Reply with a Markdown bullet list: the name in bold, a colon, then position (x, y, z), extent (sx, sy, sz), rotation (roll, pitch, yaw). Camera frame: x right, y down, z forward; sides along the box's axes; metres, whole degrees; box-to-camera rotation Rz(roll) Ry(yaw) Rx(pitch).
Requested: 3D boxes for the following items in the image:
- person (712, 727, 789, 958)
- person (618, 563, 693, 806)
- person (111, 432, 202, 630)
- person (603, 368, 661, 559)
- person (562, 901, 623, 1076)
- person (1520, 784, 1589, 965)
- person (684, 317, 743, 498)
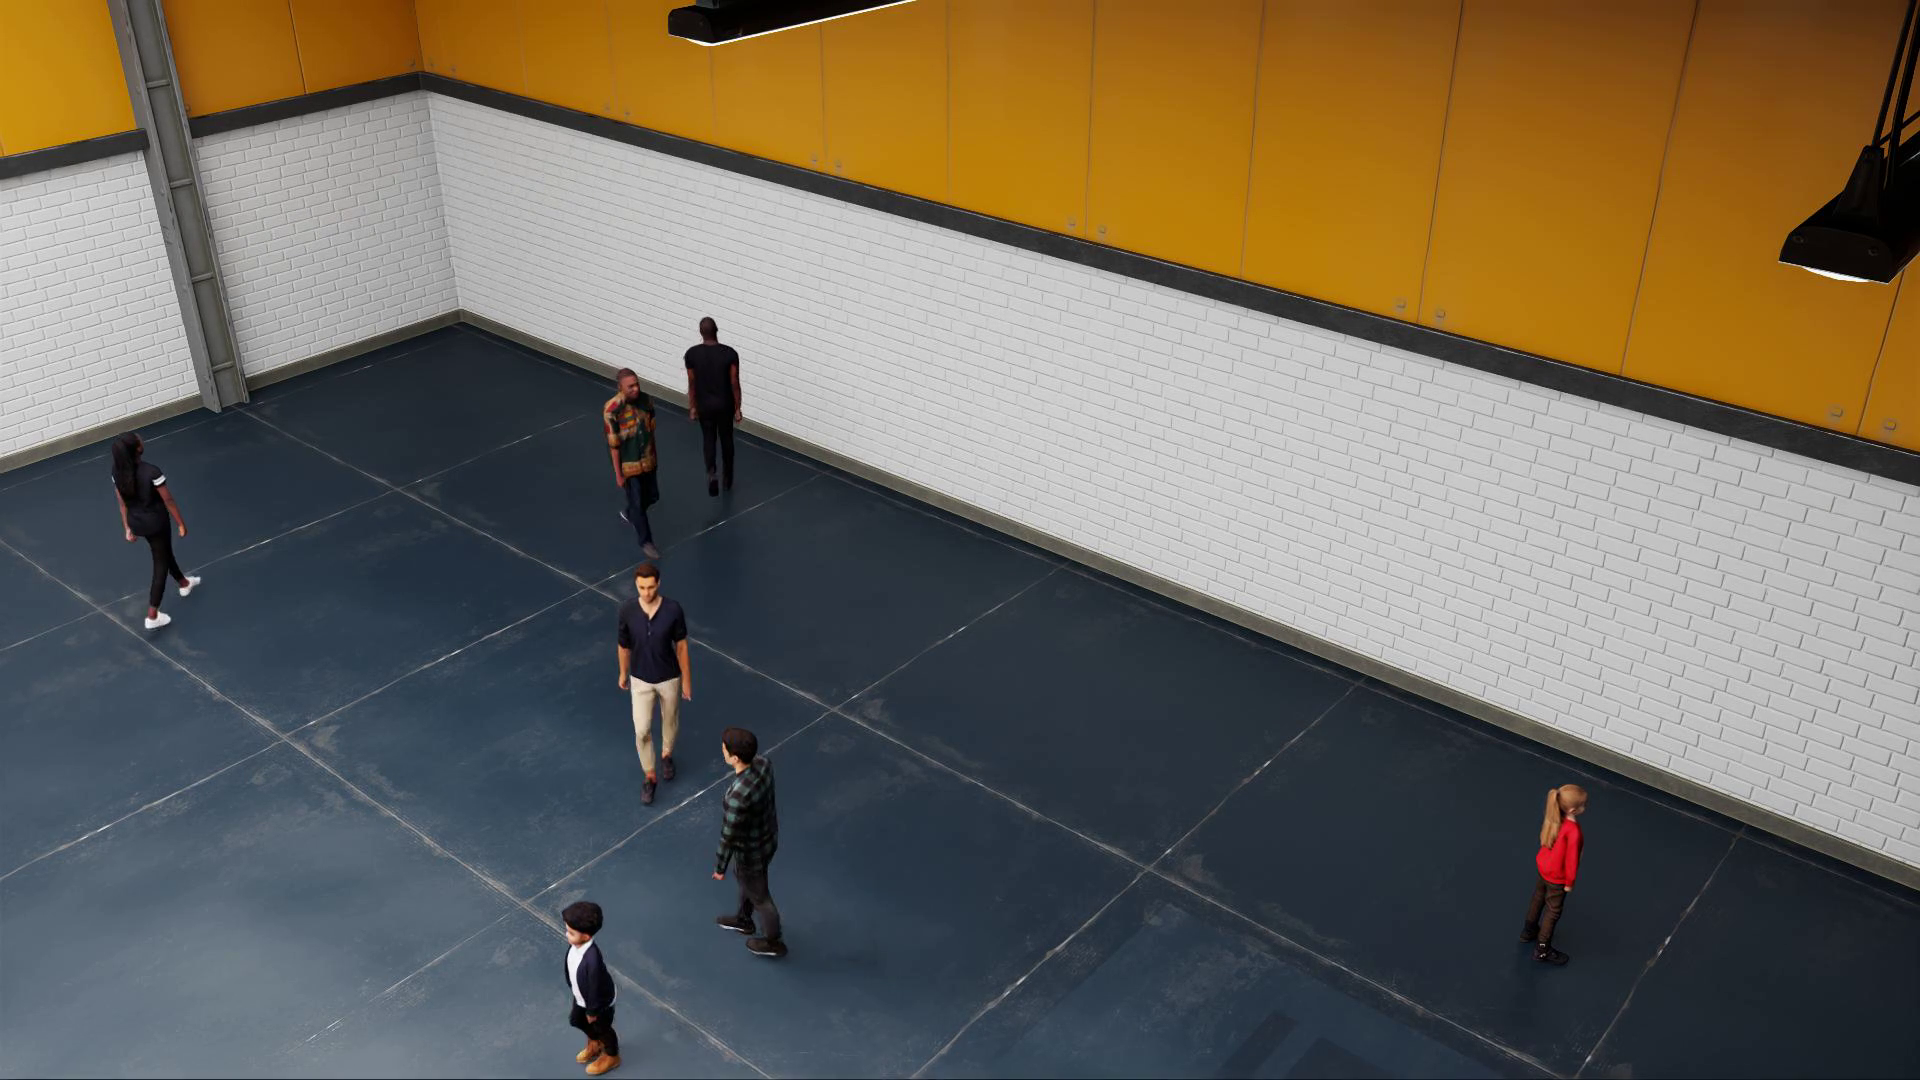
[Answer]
- **person**: position (-1.223, 1.881, 10.277), extent (0.904, 1.704, 0.870), rotation (8, 30, 13)
- **person**: position (-2.189, 0.929, 11.983), extent (0.926, 1.837, 0.983), rotation (-3, 29, -6)
- **person**: position (-6.811, -0.061, 13.955), extent (0.984, 1.685, 1.230), rotation (6, 29, 11)
- **person**: position (-2.990, -0.732, 15.069), extent (0.788, 1.796, 0.845), rotation (25, 37, 38)
- **person**: position (-2.073, 2.575, 9.610), extent (0.546, 1.218, 0.549), rotation (-19, 34, -30)
- **person**: position (3.754, 2.072, 10.468), extent (0.634, 1.281, 0.576), rotation (-3, 29, -5)
- **person**: position (-2.367, -1.233, 15.986), extent (0.994, 1.798, 1.062), rotation (0, 29, -1)
